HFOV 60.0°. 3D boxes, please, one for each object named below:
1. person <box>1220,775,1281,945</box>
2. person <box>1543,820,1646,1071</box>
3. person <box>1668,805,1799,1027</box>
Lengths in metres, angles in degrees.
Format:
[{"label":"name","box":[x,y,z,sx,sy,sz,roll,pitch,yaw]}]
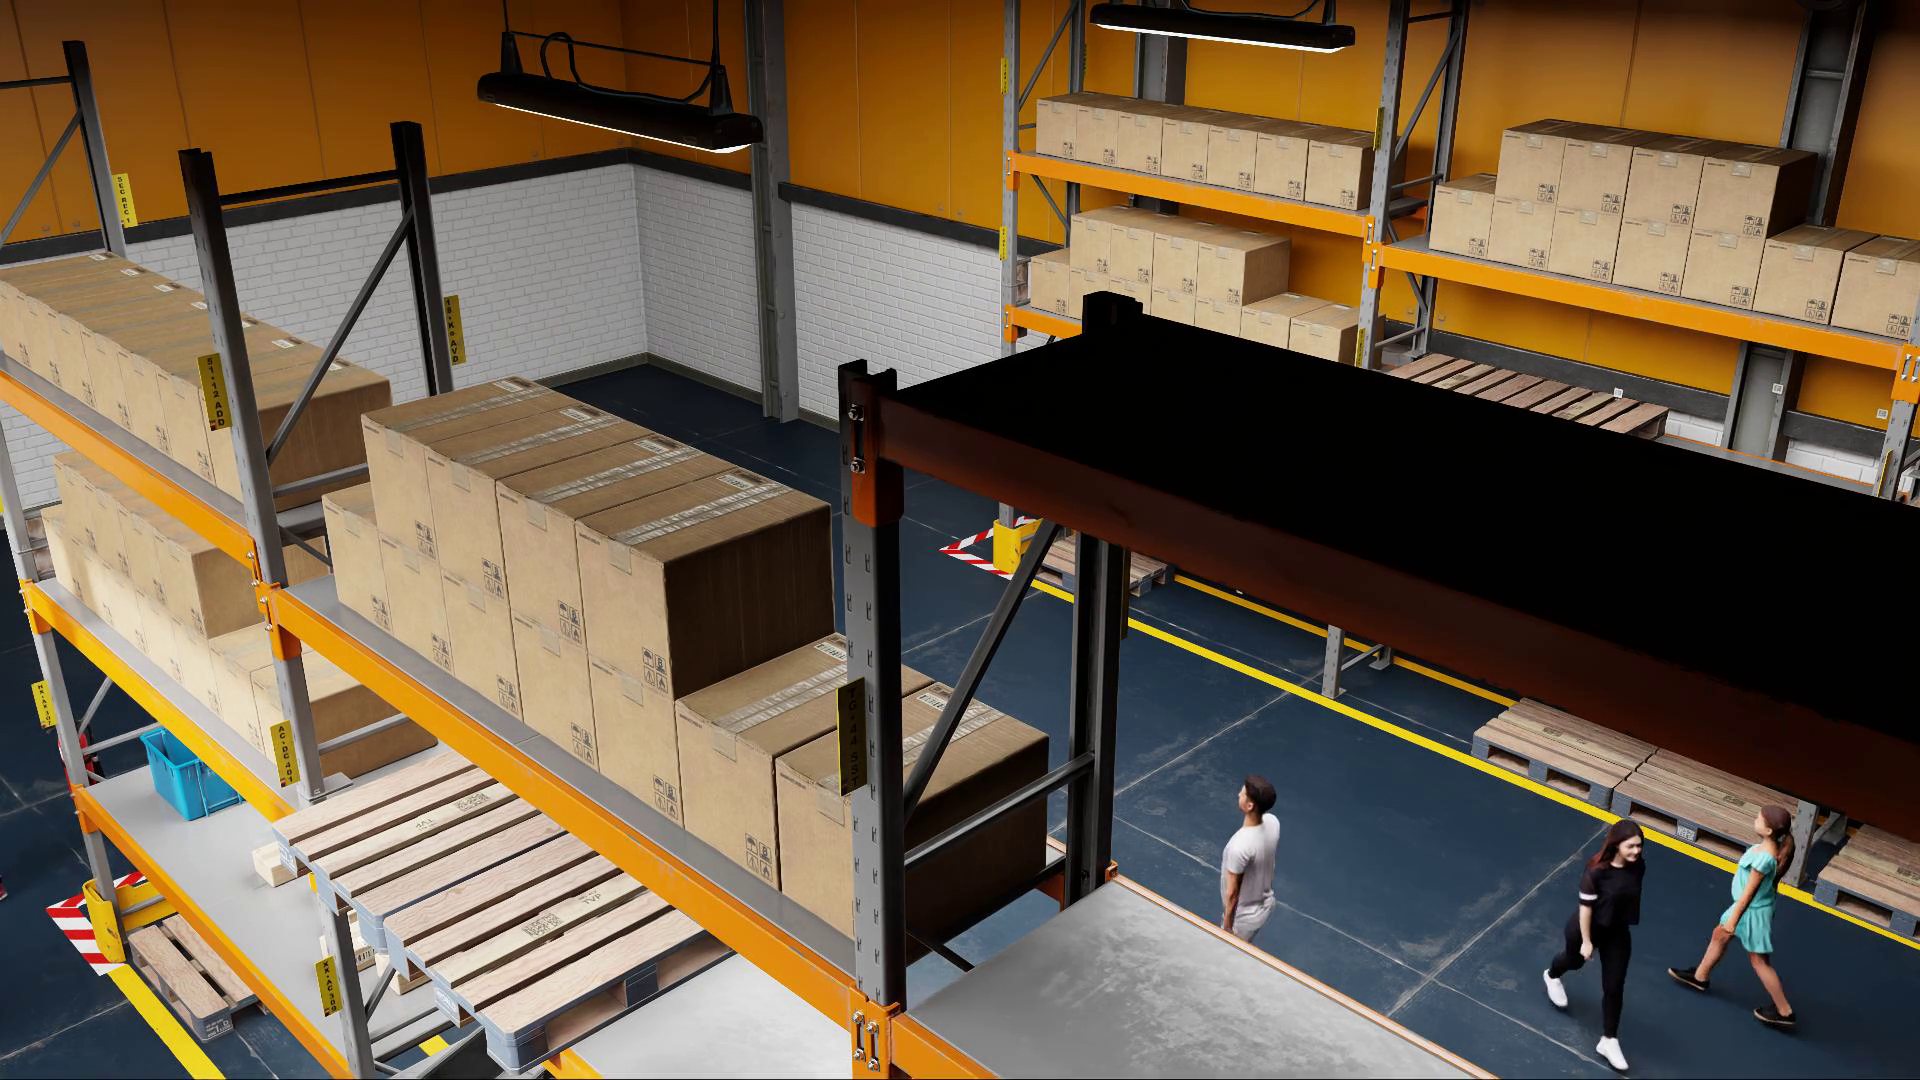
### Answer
[{"label":"person","box":[1.870,2.335,10.419,1.052,1.835,0.744,18,30,36]},{"label":"person","box":[3.986,2.429,10.497,0.994,1.599,1.200,-6,24,-13]},{"label":"person","box":[5.144,2.414,10.628,1.056,1.523,0.601,20,30,37]}]
